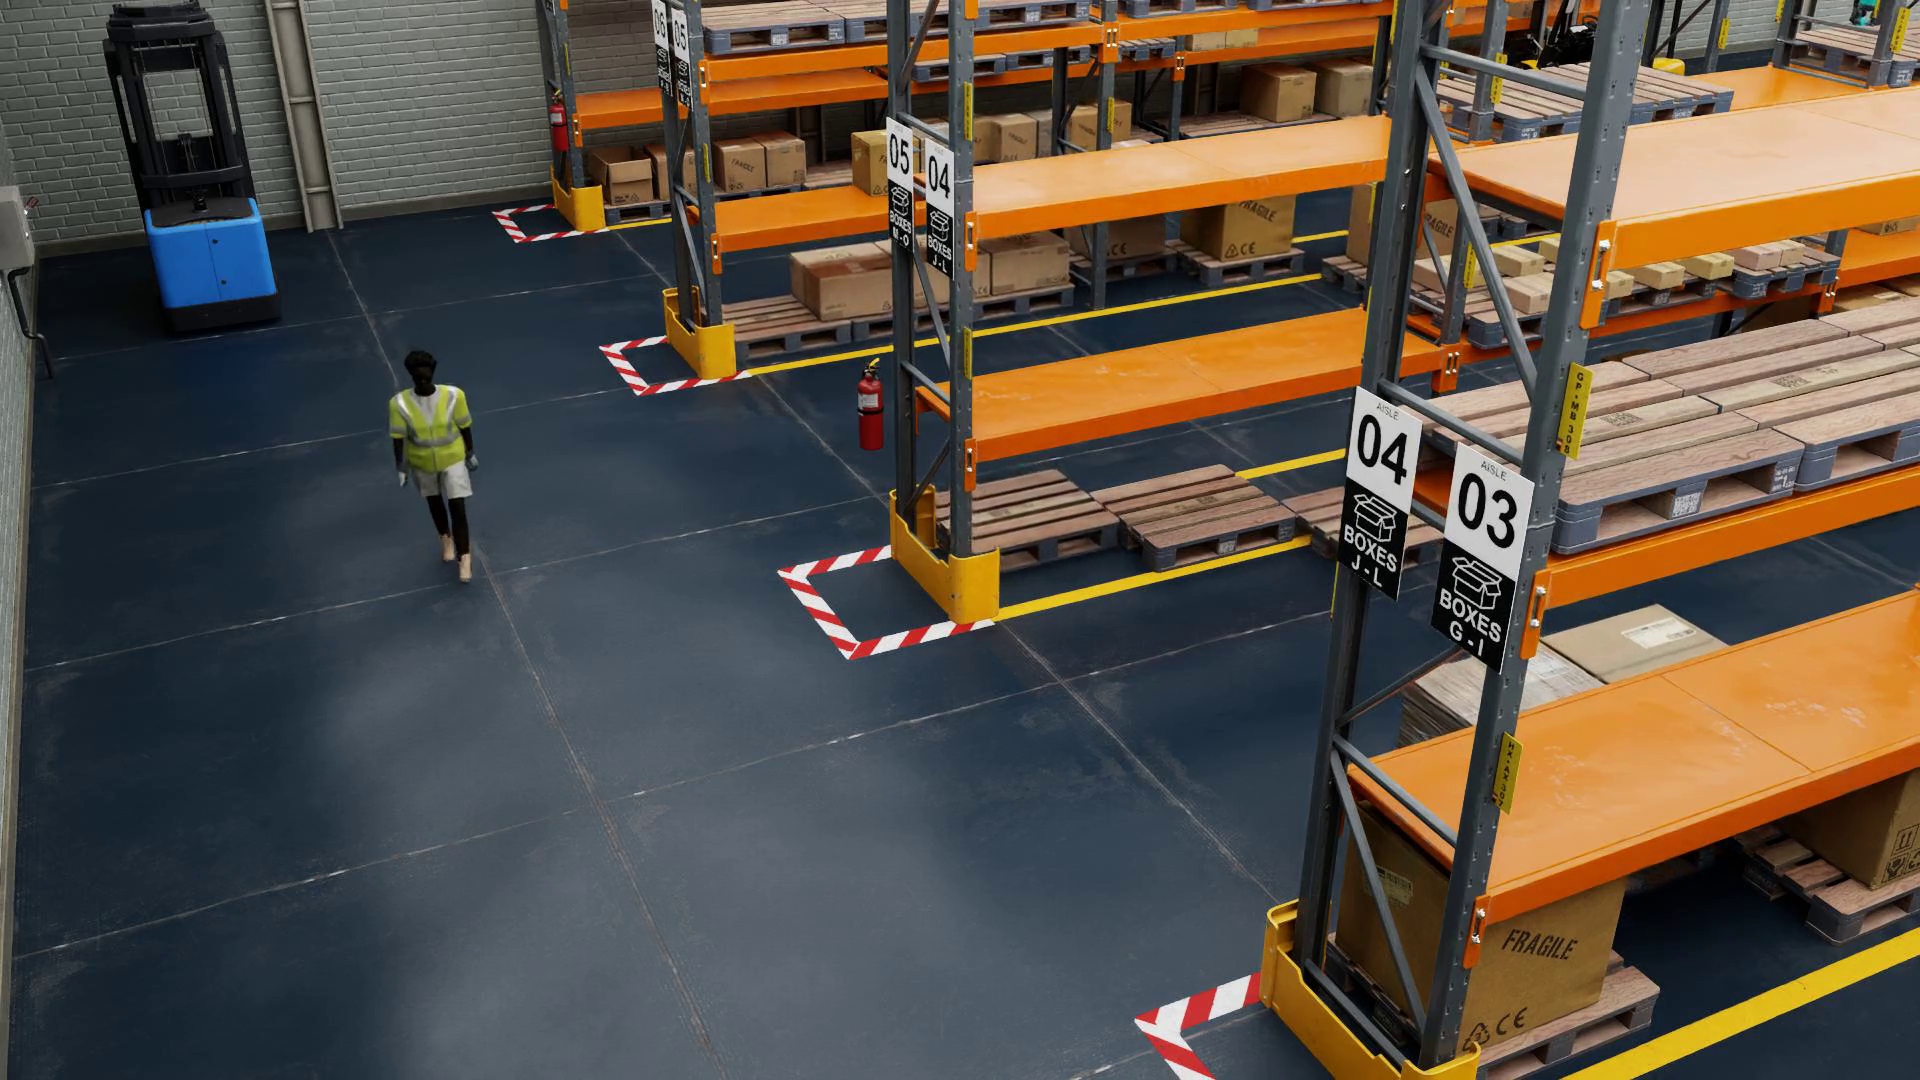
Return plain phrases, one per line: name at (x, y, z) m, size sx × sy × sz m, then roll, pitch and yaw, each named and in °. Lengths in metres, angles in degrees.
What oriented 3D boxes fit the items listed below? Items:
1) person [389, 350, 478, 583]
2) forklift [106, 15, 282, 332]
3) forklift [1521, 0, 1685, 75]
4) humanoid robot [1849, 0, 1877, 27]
person at (-3.637, -0.498, 11.529) m, size 0.554 × 1.659 × 0.817 m, roll -6°, pitch 28°, yaw -12°
forklift at (-7.548, -3.672, 16.323) m, size 1.129 × 2.768 × 1.873 m, roll -12°, pitch 30°, yaw -22°
forklift at (8.950, -6.807, 23.056) m, size 1.214 × 2.155 × 2.313 m, roll -12°, pitch 30°, yaw -22°
humanoid robot at (14.312, -8.094, 26.095) m, size 0.674 × 1.874 × 0.561 m, roll -12°, pitch 30°, yaw -21°
